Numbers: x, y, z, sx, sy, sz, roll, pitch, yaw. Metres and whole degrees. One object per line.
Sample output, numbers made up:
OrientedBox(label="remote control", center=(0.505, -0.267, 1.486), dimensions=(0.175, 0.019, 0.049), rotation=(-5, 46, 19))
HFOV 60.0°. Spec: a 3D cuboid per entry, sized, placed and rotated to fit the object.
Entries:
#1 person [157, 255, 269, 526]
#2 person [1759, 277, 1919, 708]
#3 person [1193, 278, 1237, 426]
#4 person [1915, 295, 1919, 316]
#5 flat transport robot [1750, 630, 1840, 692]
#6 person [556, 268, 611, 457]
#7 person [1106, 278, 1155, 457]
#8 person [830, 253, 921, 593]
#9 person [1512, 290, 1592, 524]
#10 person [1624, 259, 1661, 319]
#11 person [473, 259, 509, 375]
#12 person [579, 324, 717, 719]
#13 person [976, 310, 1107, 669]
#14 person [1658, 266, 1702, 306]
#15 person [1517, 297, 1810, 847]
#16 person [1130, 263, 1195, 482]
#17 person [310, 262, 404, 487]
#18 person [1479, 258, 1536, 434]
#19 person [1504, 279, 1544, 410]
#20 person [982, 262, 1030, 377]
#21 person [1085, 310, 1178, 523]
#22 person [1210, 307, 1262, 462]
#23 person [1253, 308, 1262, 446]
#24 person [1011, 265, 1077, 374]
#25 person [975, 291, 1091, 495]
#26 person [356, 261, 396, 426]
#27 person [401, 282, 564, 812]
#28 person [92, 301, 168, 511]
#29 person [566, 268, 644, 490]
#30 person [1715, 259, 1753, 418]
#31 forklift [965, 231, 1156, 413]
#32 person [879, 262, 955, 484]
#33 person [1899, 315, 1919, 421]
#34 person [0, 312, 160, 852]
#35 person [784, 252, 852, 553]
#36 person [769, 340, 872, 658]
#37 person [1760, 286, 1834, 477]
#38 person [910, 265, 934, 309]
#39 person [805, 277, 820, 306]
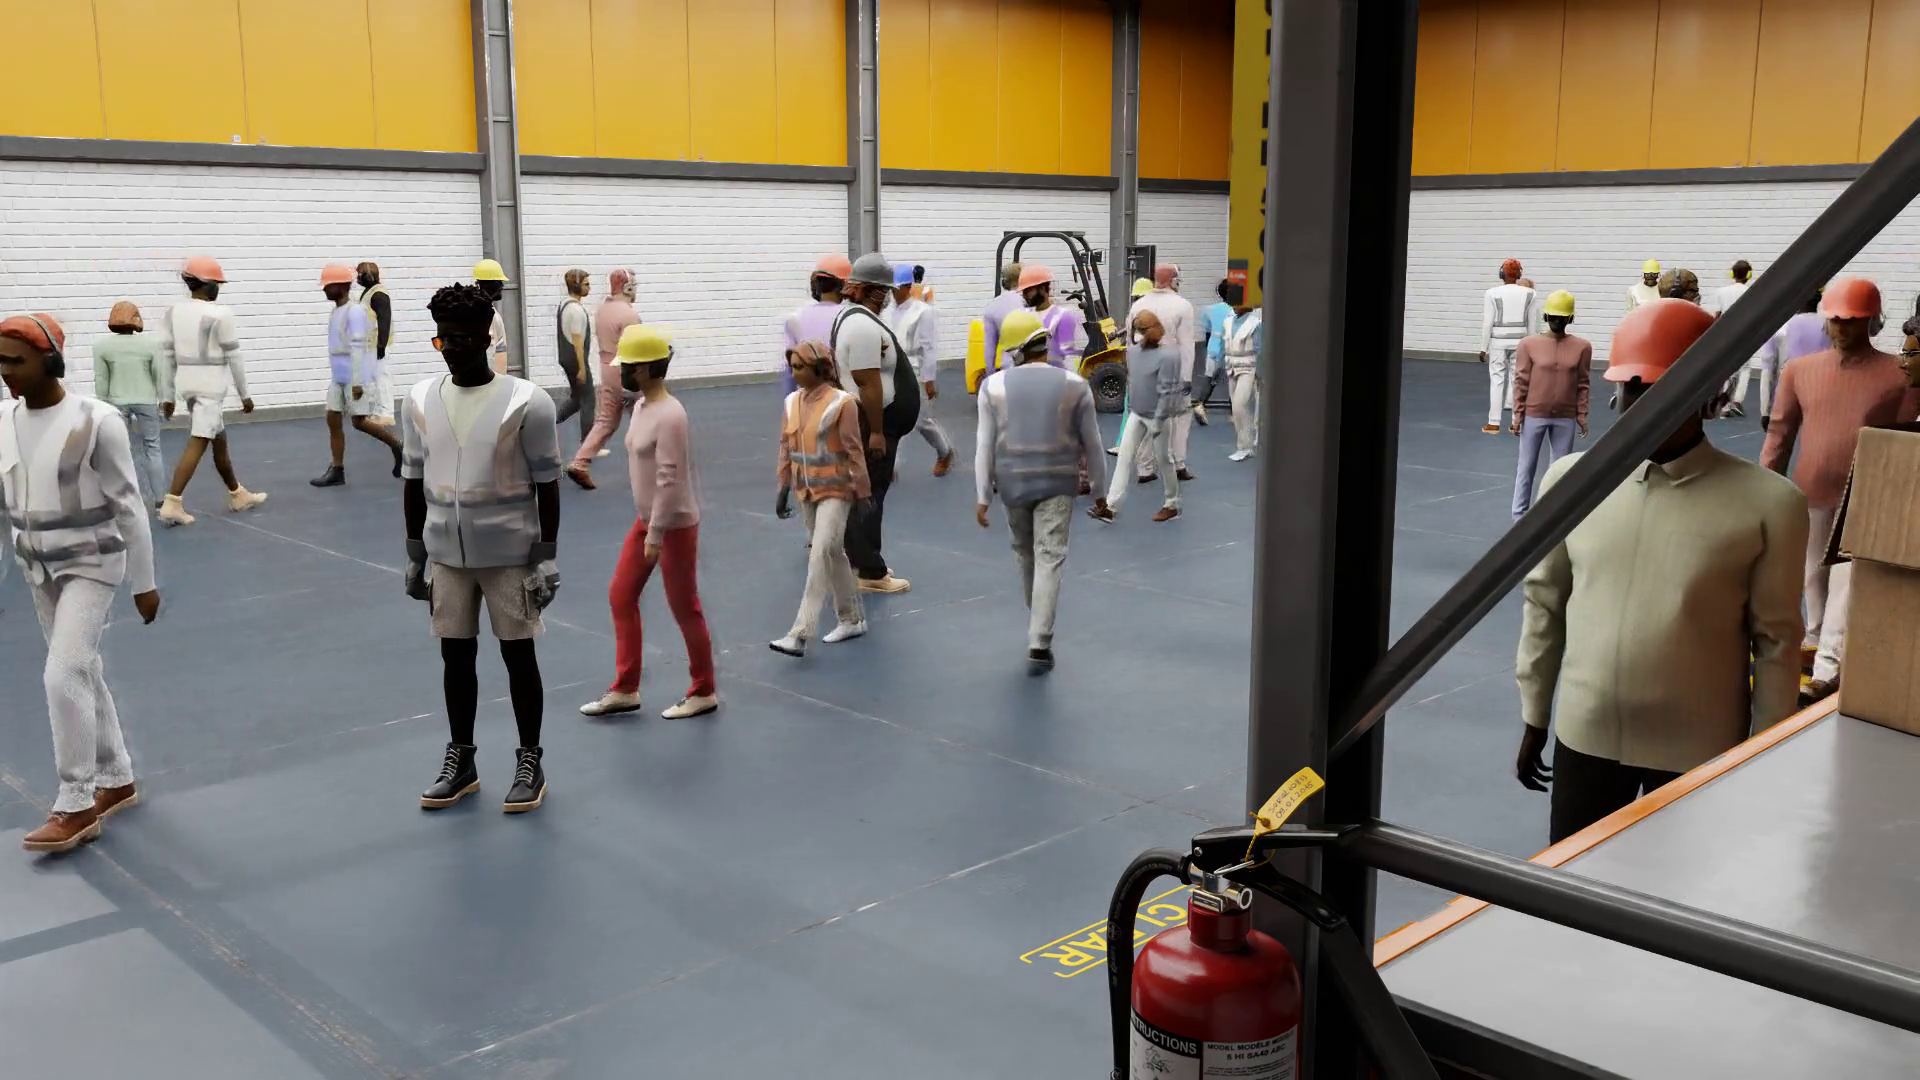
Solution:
OrientedBox(label="person", center=(-5.653, -1.121, 12.414), dimensions=(0.610, 1.989, 1.084), rotation=(5, 11, 25))
OrientedBox(label="person", center=(3.951, -0.207, 7.547), dimensions=(0.657, 1.937, 1.014), rotation=(9, 14, 42))
OrientedBox(label="person", center=(2.924, -2.101, 18.613), dimensions=(0.532, 1.665, 0.793), rotation=(9, 14, 40))
OrientedBox(label="person", center=(9.585, -1.809, 16.361), dimensions=(1.079, 1.923, 0.618), rotation=(-4, 11, -19))
OrientedBox(label="flat transport robot", center=(3.765, 0.500, 8.246), dimensions=(0.652, 0.197, 1.431), rotation=(-4, 11, -22))
OrientedBox(label="person", center=(-3.729, -1.681, 15.903), dimensions=(0.638, 1.825, 0.525), rotation=(-6, 12, -29))
OrientedBox(label="person", center=(1.787, -1.655, 16.043), dimensions=(0.535, 1.719, 0.903), rotation=(8, 13, 39))
OrientedBox(label="person", center=(-0.508, -0.713, 10.032), dimensions=(0.537, 2.000, 0.679), rotation=(-3, 11, -14))
OrientedBox(label="person", center=(4.098, -0.847, 11.538), dimensions=(0.523, 1.760, 0.328), rotation=(1, 10, 4))
OrientedBox(label="person", center=(8.929, -2.724, 21.594), dimensions=(0.590, 1.826, 0.403), rotation=(3, 11, 14))
OrientedBox(label="person", center=(-3.999, -1.420, 14.198), dimensions=(0.370, 1.927, 0.588), rotation=(-4, 11, -19))
OrientedBox(label="person", center=(-1.392, -0.055, 7.235), dimensions=(0.717, 1.740, 0.544), rotation=(-6, 12, -28))
OrientedBox(label="person", center=(0.411, -0.271, 8.397), dimensions=(0.639, 1.758, 0.977), rotation=(1, 10, 8))
OrientedBox(label="person", center=(4.395, -0.727, 10.383), dimensions=(0.358, 1.938, 0.636), rotation=(2, 11, 10))
OrientedBox(label="person", center=(1.572, 0.448, 3.823), dimensions=(0.614, 1.993, 0.395), rotation=(9, 14, 39))
OrientedBox(label="person", center=(1.787, -1.446, 14.442), dimensions=(0.676, 1.879, 0.679), rotation=(8, 13, 36))
OrientedBox(label="person", center=(-5.160, -1.416, 14.244), dimensions=(0.833, 1.911, 0.556), rotation=(-10, 14, -42))
OrientedBox(label="person", center=(5.886, -2.076, 17.890), dimensions=(0.584, 1.882, 0.339), rotation=(-1, 10, -4))
OrientedBox(label="person", center=(6.913, -2.402, 20.462), dimensions=(0.550, 1.589, 0.856), rotation=(10, 14, 44))
OrientedBox(label="person", center=(0.519, -1.440, 14.409), dimensions=(0.655, 1.892, 0.563), rotation=(0, 10, -2))
OrientedBox(label="person", center=(1.328, -0.886, 12.190), dimensions=(0.871, 1.579, 0.515), rotation=(-8, 13, -38))
OrientedBox(label="person", center=(2.620, -1.549, 15.750), dimensions=(0.538, 1.623, 0.535), rotation=(-6, 12, -30))
OrientedBox(label="person", center=(3.189, -1.794, 16.818), dimensions=(0.494, 1.717, 0.744), rotation=(2, 11, 9))
OrientedBox(label="person", center=(0.641, -1.193, 13.038), dimensions=(0.592, 1.899, 0.557), rotation=(-9, 14, -41))
OrientedBox(label="person", center=(0.690, -1.270, 13.621), dimensions=(1.017, 1.852, 0.648), rotation=(-2, 11, -10))
OrientedBox(label="person", center=(-6.568, -2.192, 18.645), dimensions=(0.429, 1.839, 0.633), rotation=(-6, 12, -31))
OrientedBox(label="person", center=(-1.773, 0.036, 6.149), dimensions=(0.612, 1.963, 0.361), rotation=(2, 11, 9))
OrientedBox(label="person", center=(-6.376, -1.022, 12.826), dimensions=(0.504, 1.631, 0.279), rotation=(-4, 11, -21))
OrientedBox(label="person", center=(-2.877, -1.352, 13.988), dimensions=(0.949, 1.871, 0.647), rotation=(-8, 13, -38))
OrientedBox(label="person", center=(9.046, -2.337, 19.425), dimensions=(0.511, 1.855, 0.415), rotation=(8, 13, 36))
OrientedBox(label="forklift", center=(1.222, -2.721, 20.561), dimensions=(2.313, 2.155, 1.214), rotation=(2, 11, 13))
OrientedBox(label="person", center=(-0.408, -1.431, 14.328), dimensions=(0.614, 1.913, 0.878), rotation=(8, 13, 37))
OrientedBox(label="person", center=(3.553, 0.098, 6.125), dimensions=(0.509, 1.857, 0.334), rotation=(-10, 14, -42))
OrientedBox(label="person", center=(-3.198, 0.150, 5.804), dimensions=(0.593, 1.861, 0.751), rotation=(4, 11, 20))
OrientedBox(label="person", center=(-0.832, -0.872, 10.965), dimensions=(0.626, 2.023, 0.574), rotation=(6, 12, 29))
OrientedBox(label="person", center=(-0.767, -0.207, 8.468), dimensions=(0.535, 1.595, 0.832), rotation=(10, 14, 43))
OrientedBox(label="person", center=(6.070, -0.994, 11.991), dimensions=(0.597, 1.881, 0.912), rotation=(5, 11, 24))
OrientedBox(label="person", center=(-0.633, -3.225, 24.694), dimensions=(0.539, 1.689, 0.319), rotation=(3, 11, 18))
OrientedBox(label="person", center=(-1.175, -1.477, 14.869), dimensions=(0.965, 1.788, 0.661), rotation=(0, 10, 0))
